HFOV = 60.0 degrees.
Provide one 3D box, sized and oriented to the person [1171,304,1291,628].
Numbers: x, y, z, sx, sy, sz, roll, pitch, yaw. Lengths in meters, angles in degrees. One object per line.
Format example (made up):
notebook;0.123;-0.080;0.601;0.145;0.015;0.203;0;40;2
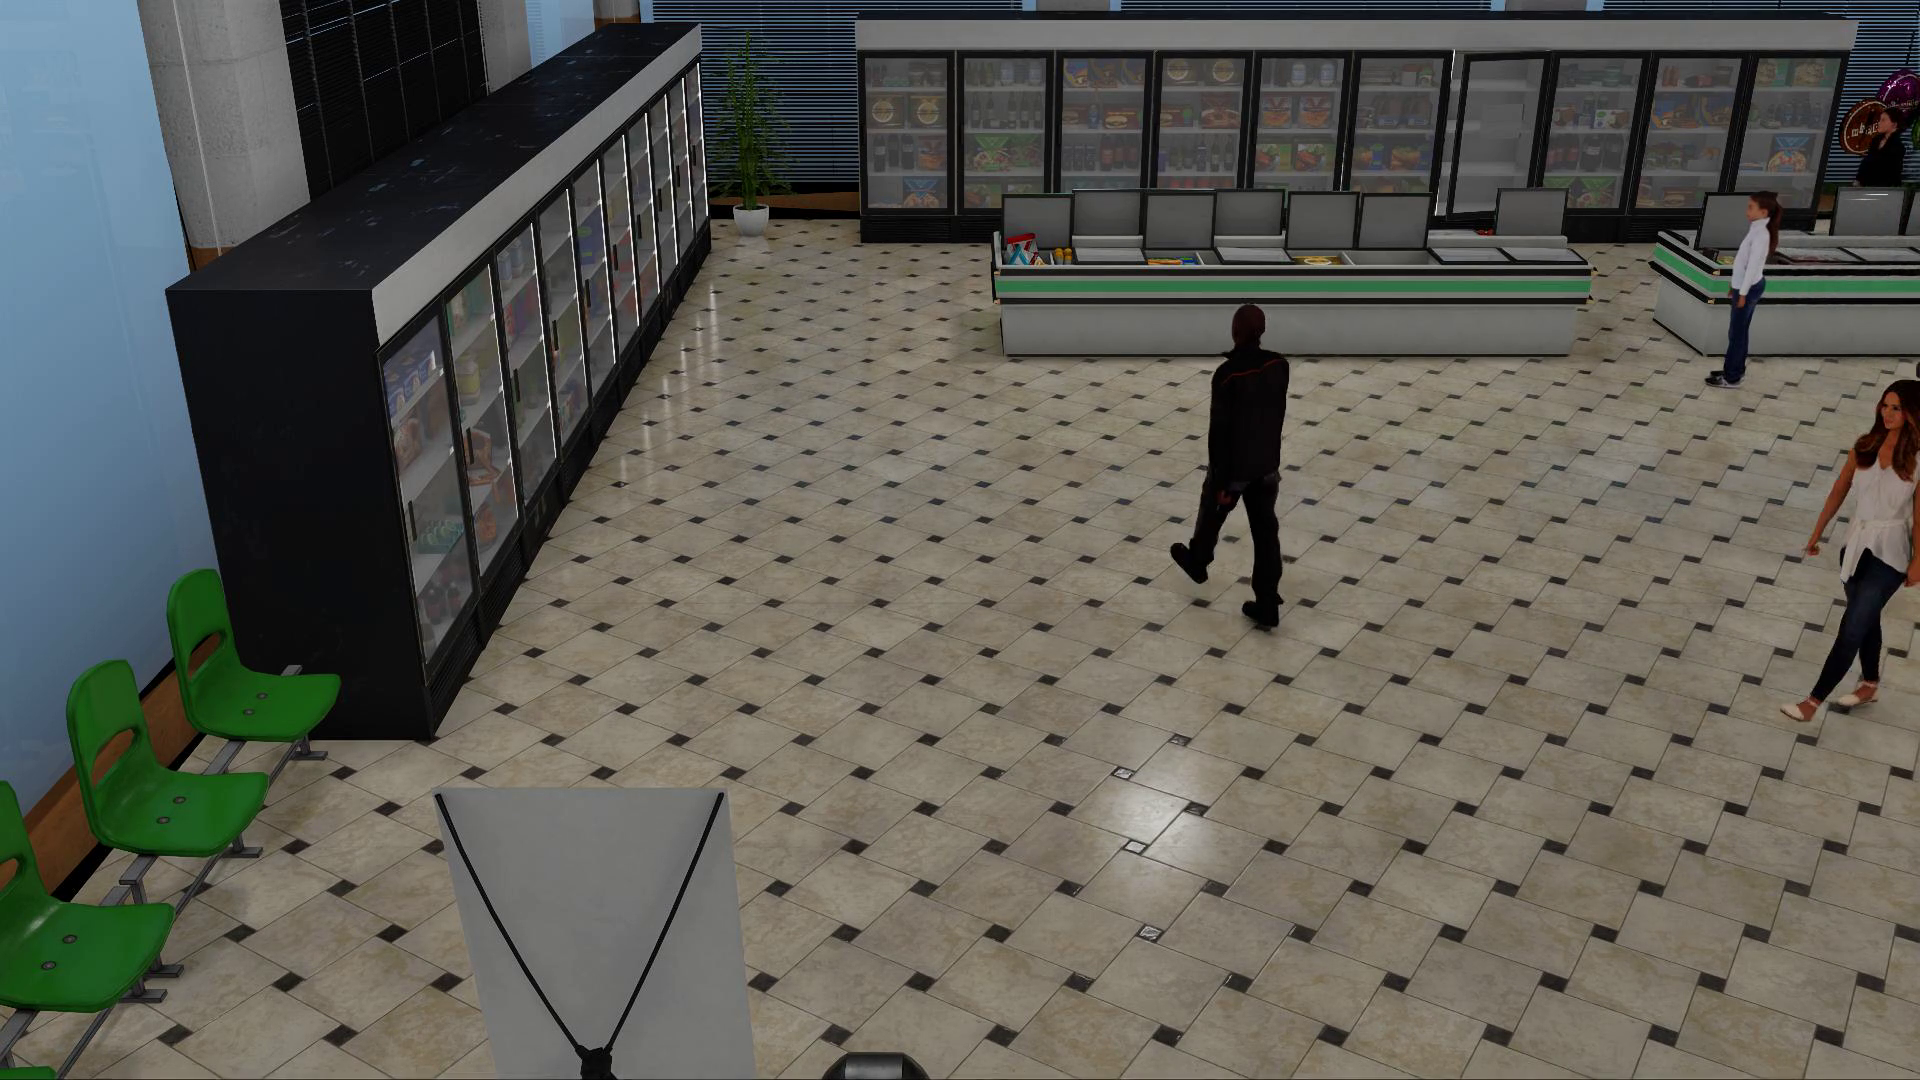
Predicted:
person;1.629;-0.376;9.194;1.254;1.787;1.058;-8;25;-18

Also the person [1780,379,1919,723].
person;4.587;0.067;8.222;1.091;1.756;0.876;-10;25;-21

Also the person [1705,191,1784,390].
person;6.266;-1.992;13.175;0.663;1.556;0.623;10;26;22

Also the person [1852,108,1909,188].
person;8.860;-3.248;15.873;0.792;1.696;0.661;2;24;5
